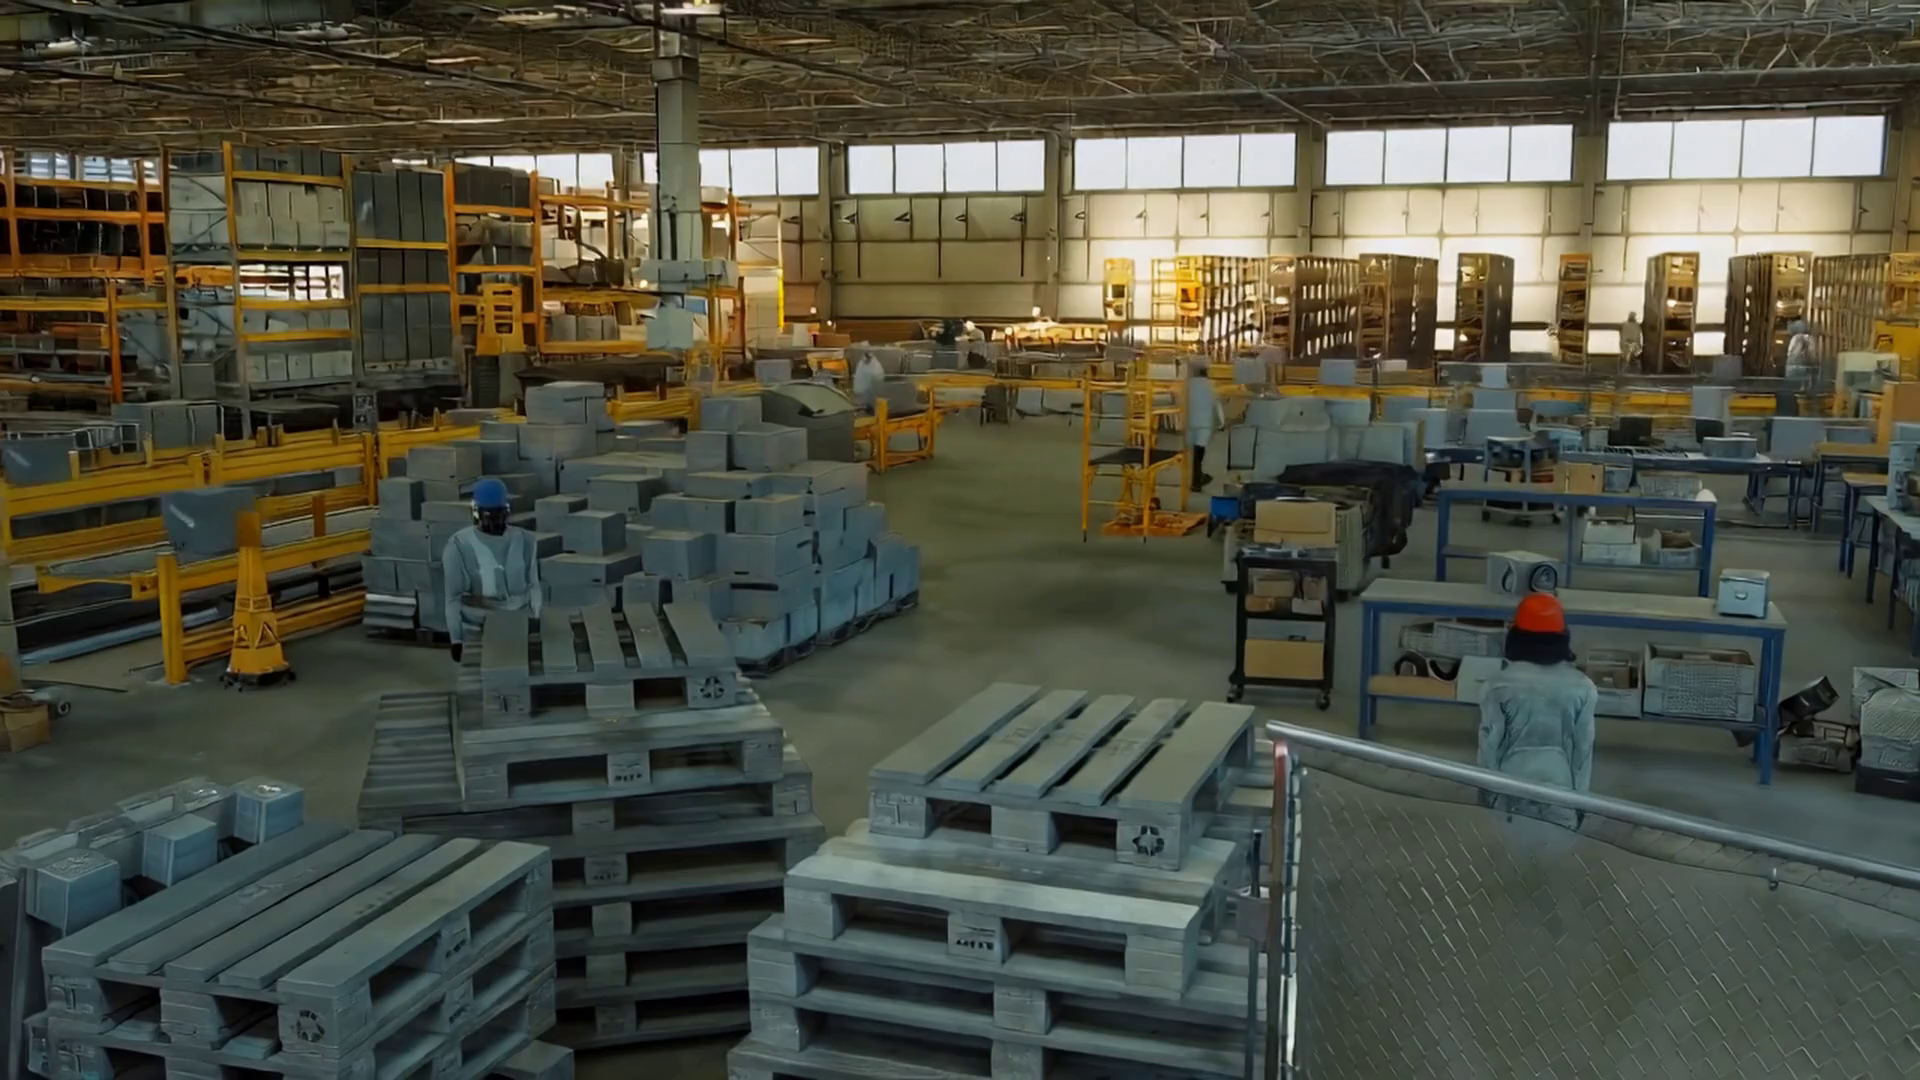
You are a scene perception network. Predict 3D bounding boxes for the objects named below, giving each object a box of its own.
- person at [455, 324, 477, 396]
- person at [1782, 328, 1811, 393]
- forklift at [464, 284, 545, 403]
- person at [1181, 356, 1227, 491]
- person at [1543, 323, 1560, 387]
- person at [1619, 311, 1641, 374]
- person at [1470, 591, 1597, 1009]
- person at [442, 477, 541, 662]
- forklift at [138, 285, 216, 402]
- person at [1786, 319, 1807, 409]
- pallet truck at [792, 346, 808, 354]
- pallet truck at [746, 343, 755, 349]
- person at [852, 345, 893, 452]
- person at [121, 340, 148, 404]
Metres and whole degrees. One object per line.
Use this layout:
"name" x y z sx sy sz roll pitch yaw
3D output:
"person" -12.010 -4.337 40.568 0.652 1.854 1.014 6 11 31
"person" 20.256 -4.276 40.331 0.987 1.789 0.589 3 10 18
"forklift" -10.832 -4.702 39.610 1.129 2.768 1.873 3 10 20
"person" 3.480 -1.658 23.598 0.570 1.892 0.957 7 12 38
"person" 15.041 -4.611 42.358 0.421 1.818 0.619 1 9 9
"person" 20.372 -5.990 50.629 0.621 1.957 0.972 1 9 5
"person" 2.362 1.075 6.900 0.494 1.743 0.306 0 9 -3
"person" -2.797 0.531 10.036 0.590 1.833 0.403 -7 11 -36
"forklift" -17.480 -4.200 36.461 1.873 2.768 1.129 3 10 19
"person" 18.887 -3.975 37.667 0.375 2.044 0.605 0 9 -1
"pallet truck" -3.705 -4.298 42.022 0.653 1.274 1.630 3 10 20
"pallet truck" -6.183 -4.618 44.264 1.601 1.201 0.680 -9 12 -43
"person" -1.525 -2.446 28.656 0.928 1.857 0.649 -6 11 -34
"person" -14.104 -2.436 28.333 0.360 1.939 0.543 9 13 44
